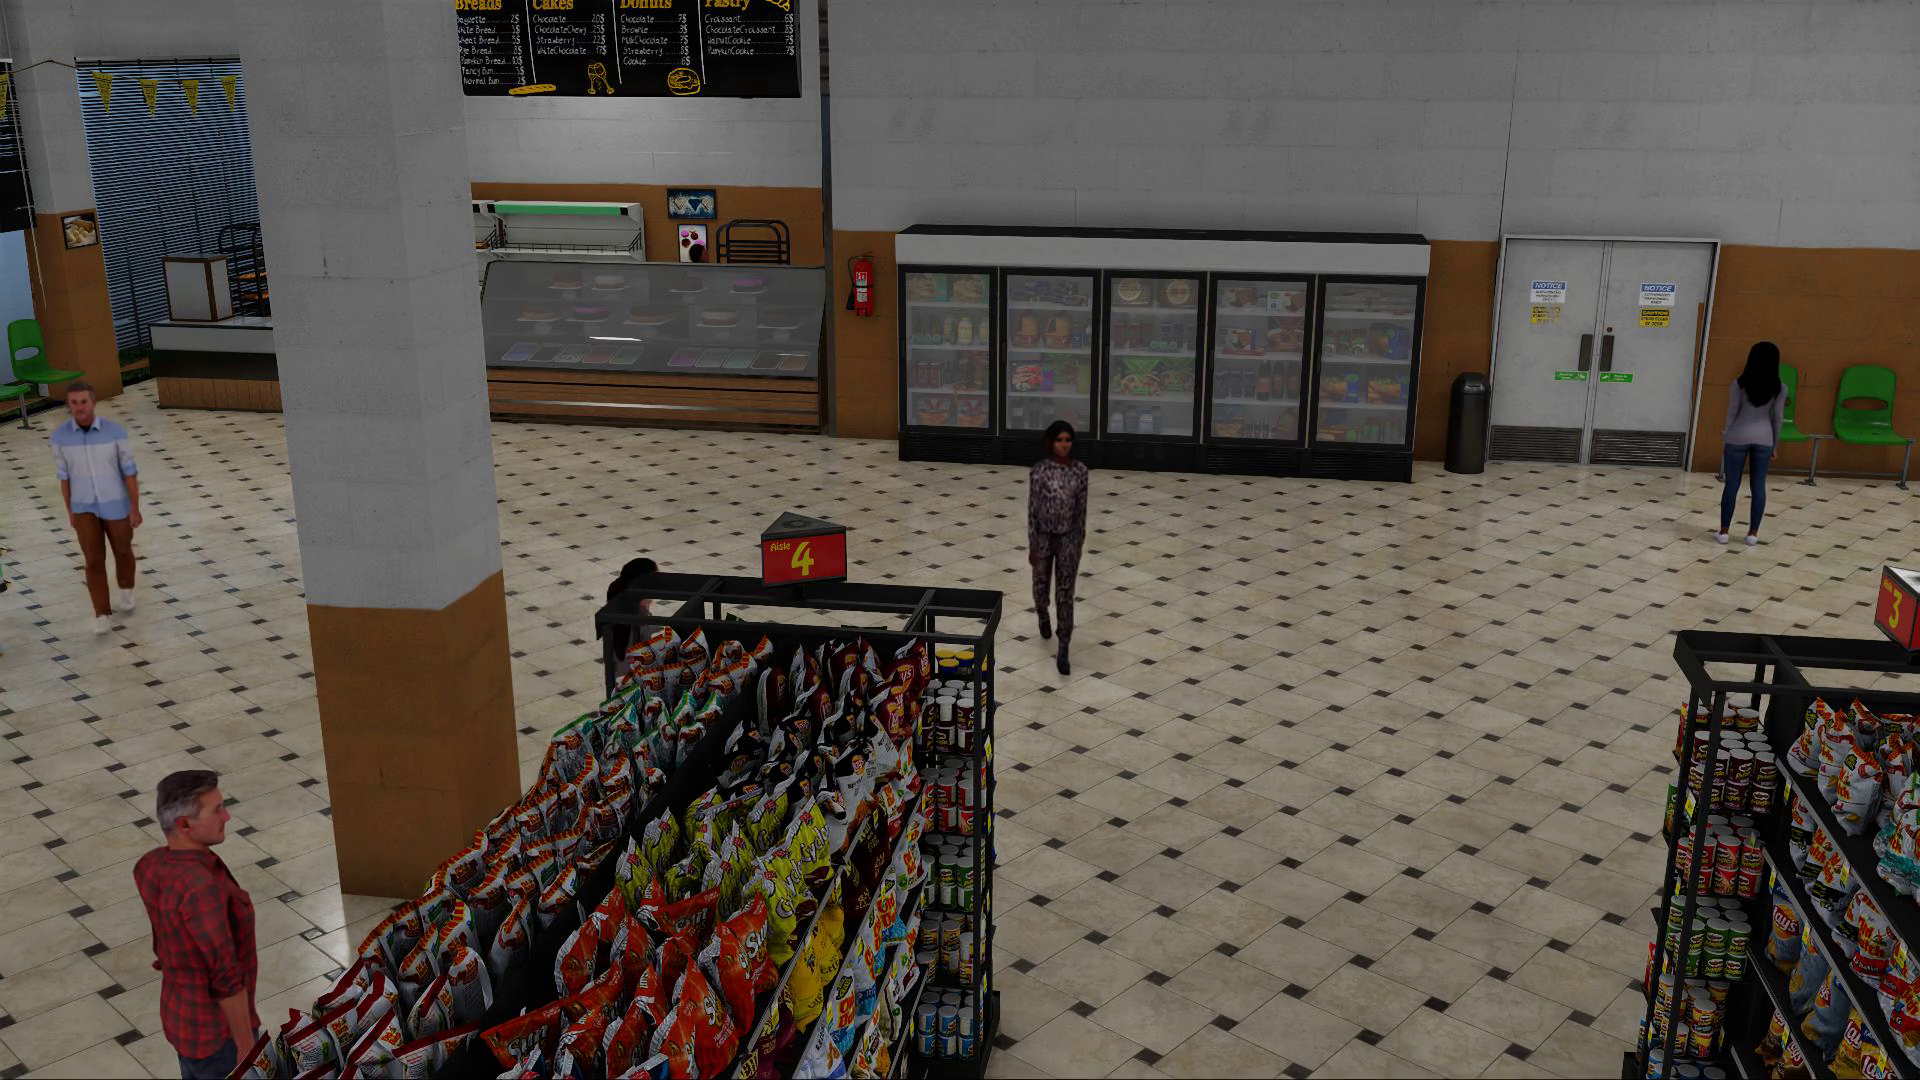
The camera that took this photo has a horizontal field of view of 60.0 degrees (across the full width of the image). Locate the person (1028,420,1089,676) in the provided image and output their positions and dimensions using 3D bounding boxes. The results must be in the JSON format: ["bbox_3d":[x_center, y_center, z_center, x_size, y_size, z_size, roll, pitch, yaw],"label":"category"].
[{"bbox_3d":[0.638,0.017,11.416,0.692,1.677,1.167,0,17,1],"label":"person"}]

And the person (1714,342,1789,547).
[{"bbox_3d":[6.679,-0.814,14.051,0.601,1.737,0.526,4,17,13],"label":"person"}]

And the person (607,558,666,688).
[{"bbox_3d":[-1.695,0.924,8.462,0.858,1.658,0.800,-12,21,-35],"label":"person"}]

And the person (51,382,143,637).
[{"bbox_3d":[-6.250,-0.261,12.145,1.088,1.787,1.265,-7,18,-21],"label":"person"}]

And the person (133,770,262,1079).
[{"bbox_3d":[-2.599,1.656,5.755,0.778,1.830,0.764,-15,23,-41],"label":"person"}]
